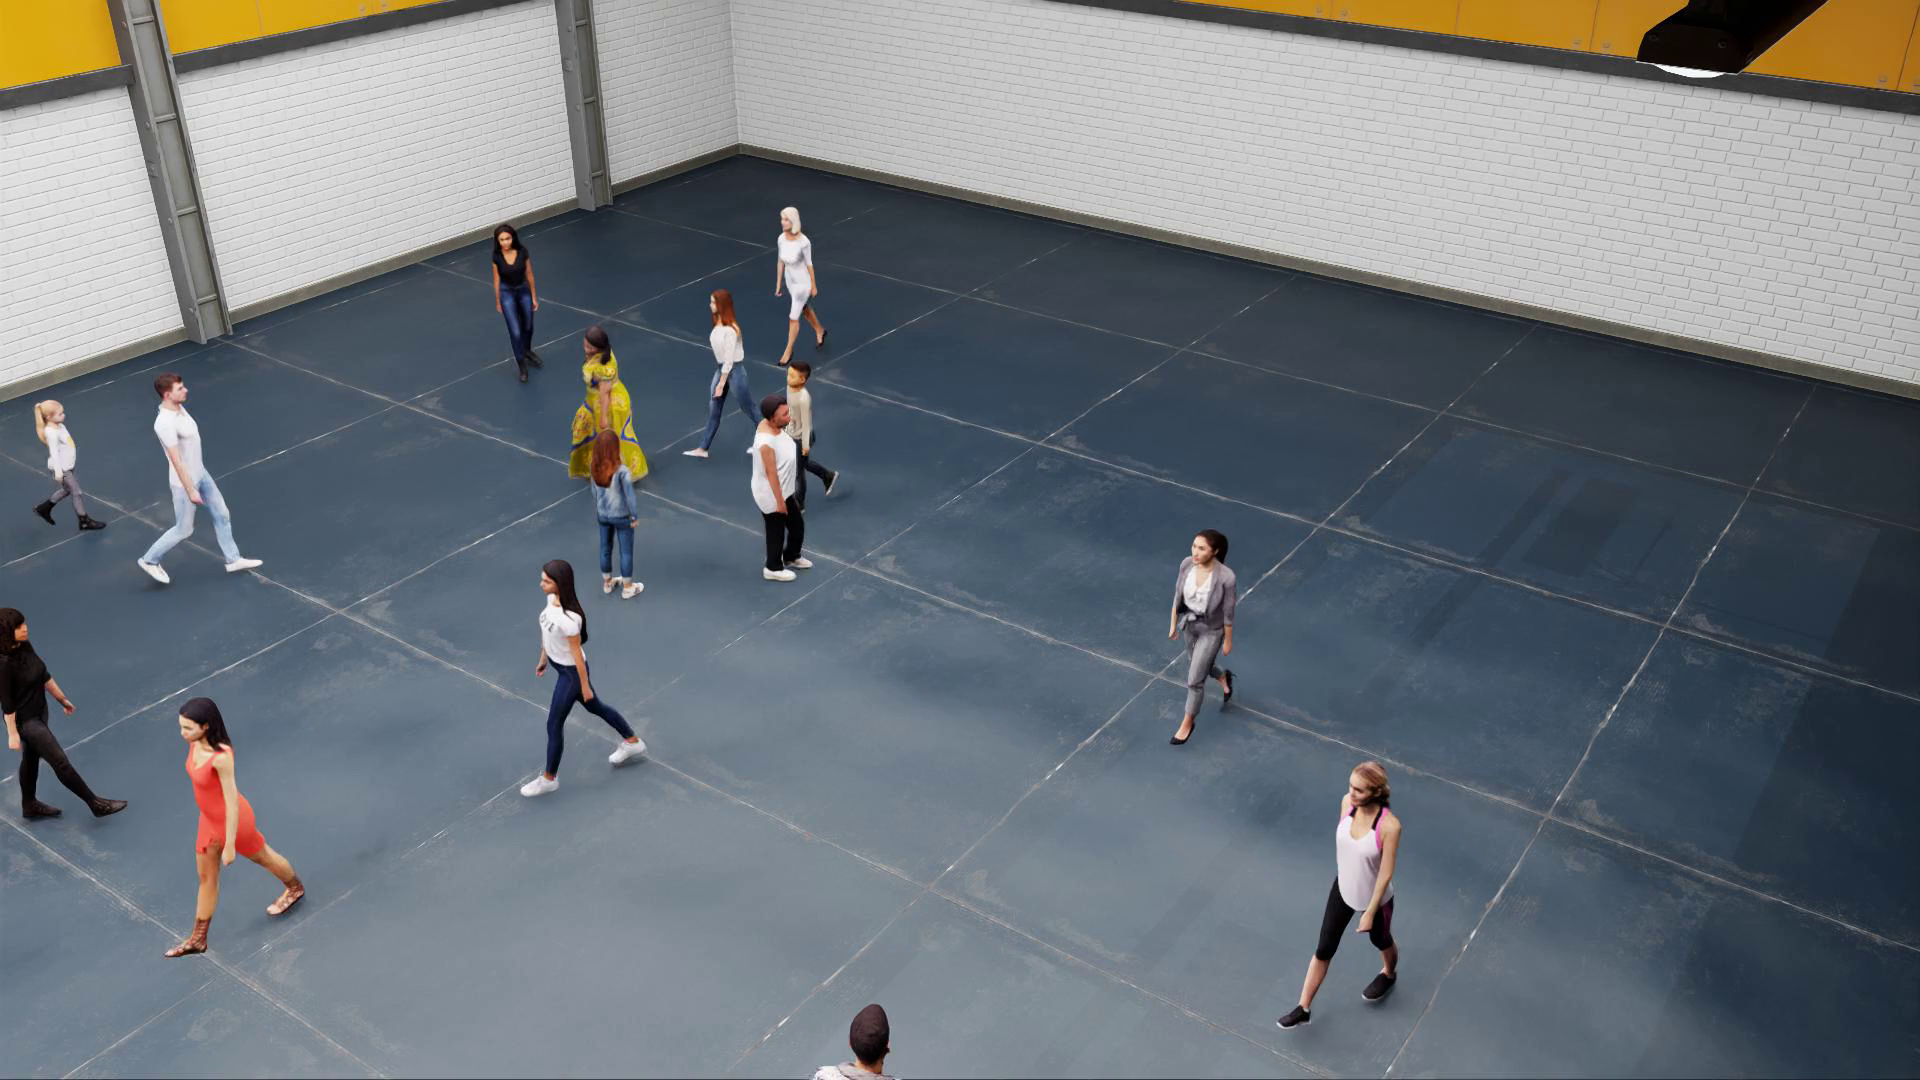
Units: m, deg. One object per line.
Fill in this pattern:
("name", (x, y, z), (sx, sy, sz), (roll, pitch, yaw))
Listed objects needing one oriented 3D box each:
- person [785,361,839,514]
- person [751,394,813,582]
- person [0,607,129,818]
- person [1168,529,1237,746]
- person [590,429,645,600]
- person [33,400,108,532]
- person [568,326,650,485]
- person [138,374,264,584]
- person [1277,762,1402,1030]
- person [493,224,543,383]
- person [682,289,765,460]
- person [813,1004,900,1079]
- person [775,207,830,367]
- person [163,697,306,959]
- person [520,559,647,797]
("person", (-1.370, -0.931, 14.864), (0.932, 1.450, 0.795), (-13, 31, -22))
("person", (-1.571, -0.430, 13.705), (0.877, 1.680, 0.794), (1, 29, 2))
("person", (-6.153, 1.165, 10.844), (1.027, 1.618, 0.990), (-3, 29, -6))
("person", (1.781, 0.630, 11.789), (1.076, 1.653, 0.747), (-24, 37, -37))
("person", (-2.816, -0.211, 13.517), (0.599, 1.474, 0.557), (12, 31, 21))
("person", (-7.890, -0.624, 14.498), (0.855, 1.261, 0.748), (-11, 30, -19))
("person", (-3.182, -1.227, 15.223), (1.148, 1.625, 1.061), (-6, 29, -11))
("person", (-6.419, -0.463, 13.622), (1.190, 1.817, 1.156), (-3, 29, -6))
("person", (2.326, 1.956, 9.273), (1.203, 1.735, 0.855), (-20, 35, -32))
("person", (-4.692, -2.550, 17.575), (0.945, 1.695, 0.916), (-13, 31, -23))
("person", (-2.078, -1.545, 15.749), (1.189, 1.680, 0.880), (-17, 33, -28))
("person", (-0.436, 2.903, 7.433), (0.843, 1.834, 1.065), (12, 31, 21))
("person", (-1.691, -2.768, 17.965), (0.586, 1.704, 1.092), (20, 34, 32))
("person", (-4.280, 1.648, 9.911), (0.630, 1.664, 1.118), (20, 34, 31))
("person", (-2.534, 0.887, 11.235), (1.212, 1.732, 0.997), (-12, 31, -21))
